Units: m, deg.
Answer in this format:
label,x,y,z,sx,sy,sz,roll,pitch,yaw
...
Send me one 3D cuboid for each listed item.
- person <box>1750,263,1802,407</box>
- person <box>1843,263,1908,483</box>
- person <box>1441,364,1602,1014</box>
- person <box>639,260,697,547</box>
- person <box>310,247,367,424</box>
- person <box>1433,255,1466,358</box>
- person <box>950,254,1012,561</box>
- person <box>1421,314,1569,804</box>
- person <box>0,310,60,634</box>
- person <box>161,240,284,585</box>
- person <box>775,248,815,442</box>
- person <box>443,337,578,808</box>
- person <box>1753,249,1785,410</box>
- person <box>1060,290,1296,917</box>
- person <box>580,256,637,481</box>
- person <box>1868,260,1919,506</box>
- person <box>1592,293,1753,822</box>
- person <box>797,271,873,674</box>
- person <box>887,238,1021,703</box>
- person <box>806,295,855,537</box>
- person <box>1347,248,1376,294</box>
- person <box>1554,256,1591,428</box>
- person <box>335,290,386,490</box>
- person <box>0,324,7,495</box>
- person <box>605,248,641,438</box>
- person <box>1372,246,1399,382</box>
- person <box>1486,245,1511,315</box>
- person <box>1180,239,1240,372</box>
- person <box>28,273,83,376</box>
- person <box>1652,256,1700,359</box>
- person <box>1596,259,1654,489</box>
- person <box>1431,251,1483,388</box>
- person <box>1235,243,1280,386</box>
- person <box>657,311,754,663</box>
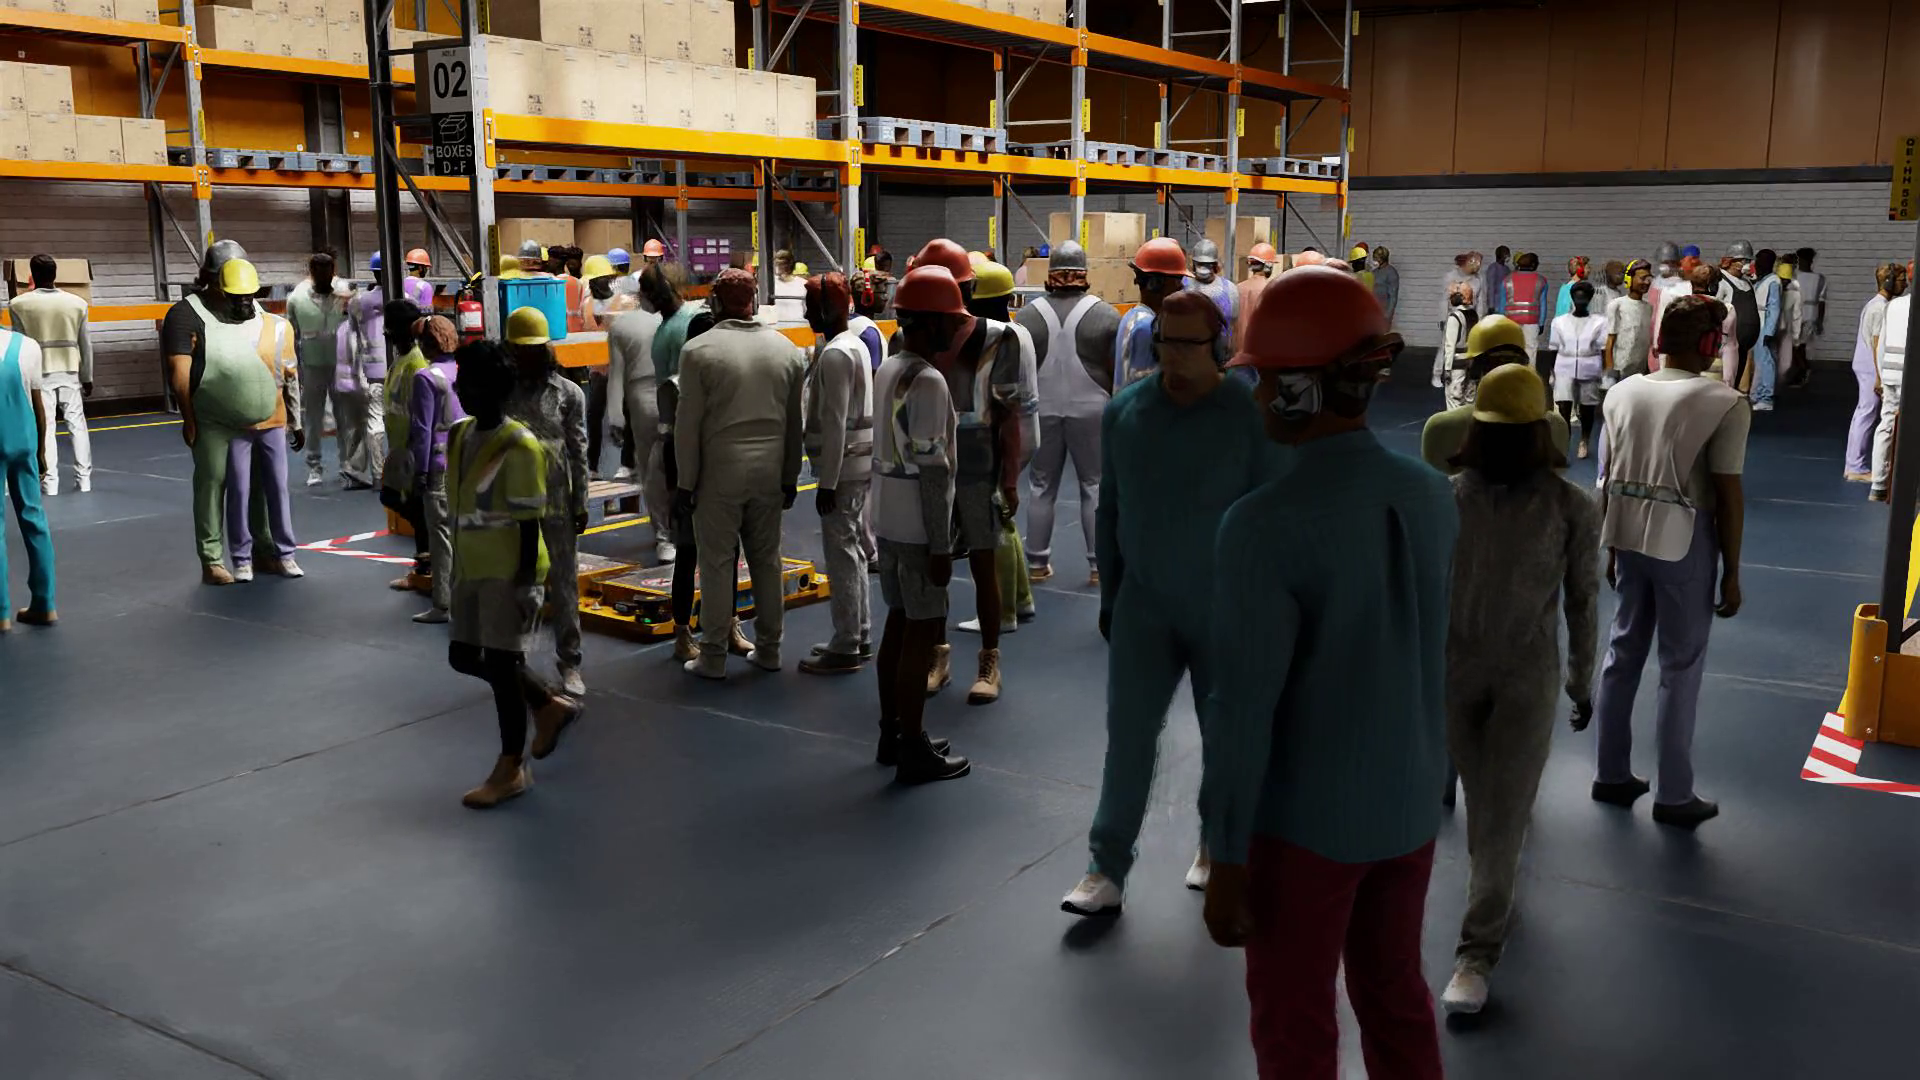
label,x,y,z,sx,sy,sz,roll,pitch,yaw
person,9.728,-2.419,19.852,0.543,1.745,0.429,2,11,13
person,7.668,-1.392,13.924,0.352,1.837,0.502,4,11,22
person,1.472,0.360,4.581,0.501,1.692,0.924,6,12,30
person,-1.526,-0.572,9.144,0.484,1.910,0.668,-4,11,-21
person,-6.794,-2.205,18.133,0.521,1.945,0.677,-9,14,-41
person,8.116,-3.750,27.133,0.644,1.773,0.946,-3,11,-15
person,0.086,-0.797,10.330,0.547,1.938,0.378,7,12,34
person,1.886,0.080,5.970,0.527,1.761,0.339,0,10,2
person,-4.958,-0.431,8.584,0.342,1.839,0.507,6,12,32
person,-4.300,-0.769,9.891,0.537,2.000,0.678,7,12,34
person,-1.738,-1.949,16.718,0.631,1.939,0.379,4,11,20
person,-1.635,0.104,6.031,0.543,1.681,0.476,10,14,43
person,9.604,-2.500,19.829,0.391,1.916,0.590,2,10,11
person,0.647,0.208,4.945,0.659,1.865,0.918,5,11,25
person,-2.962,-1.399,13.816,0.578,1.877,0.902,4,11,20
person,7.257,-1.202,12.736,0.355,1.881,0.575,-1,10,-8
person,2.462,0.066,5.825,0.391,1.838,0.561,-5,12,-28
person,-0.576,-0.315,7.844,0.374,1.880,0.579,1,10,3
person,-0.037,-0.295,7.302,0.619,2.029,0.409,3,11,16
person,-0.820,-0.855,11.188,0.587,1.737,0.456,8,13,38
person,5.496,-3.065,22.959,0.381,1.917,0.585,8,13,39
person,6.638,-2.146,18.051,0.390,1.850,0.563,0,10,-1
person,-4.862,-1.210,13.487,0.374,1.612,0.582,-8,13,-39
person,-7.765,-1.189,13.058,0.355,1.740,0.574,3,11,17
person,-3.430,-2.006,17.039,0.415,1.939,0.605,8,13,36
person,6.040,-3.238,23.875,0.372,1.934,0.627,-3,11,-16
person,8.783,-3.829,27.133,0.358,1.937,0.636,9,13,40
person,2.157,-1.642,14.726,0.684,2.000,0.535,-1,10,-6
person,-8.920,-1.774,16.305,0.573,1.737,0.354,-4,11,-20
person,7.755,-2.109,17.859,0.597,1.840,0.943,2,10,11
person,5.422,-1.330,13.472,0.517,1.874,0.328,-5,12,-28
person,6.864,-3.020,22.844,0.680,1.874,0.544,-3,11,-18
person,2.742,-1.716,15.268,0.390,1.991,0.624,-8,13,-38
person,-1.206,-0.250,7.996,0.533,1.690,0.320,-9,13,-40
